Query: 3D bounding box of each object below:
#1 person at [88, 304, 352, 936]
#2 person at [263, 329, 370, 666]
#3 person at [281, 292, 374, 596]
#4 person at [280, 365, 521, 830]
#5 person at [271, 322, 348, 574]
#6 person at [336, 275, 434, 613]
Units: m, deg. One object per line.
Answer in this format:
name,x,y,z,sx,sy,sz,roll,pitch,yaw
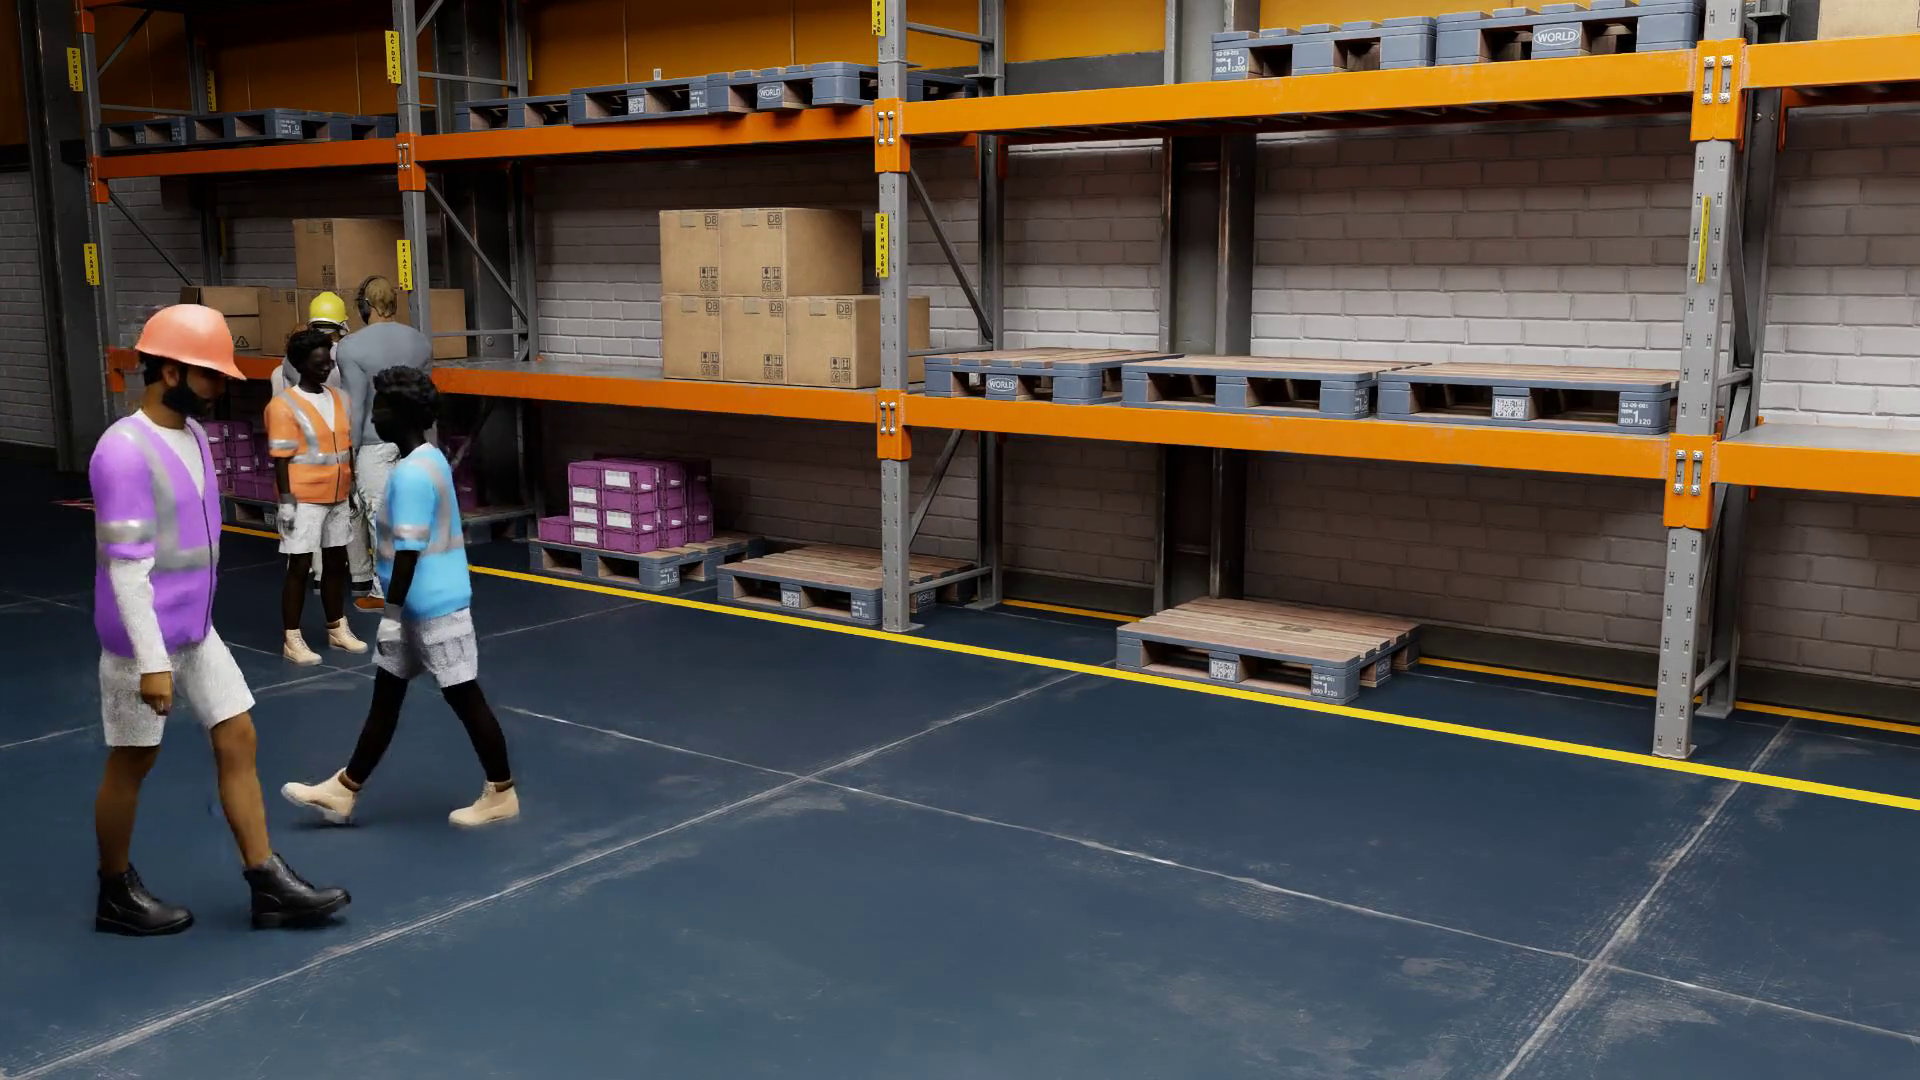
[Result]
person,-2.231,0.263,4.884,0.868,1.887,0.571,0,10,2
person,-3.245,-0.214,8.378,0.320,1.687,0.533,4,10,22
person,-3.758,-0.573,10.054,0.600,1.836,0.404,2,10,14
person,-1.972,0.225,5.818,0.843,1.647,0.552,-3,10,-15
person,-4.240,-0.599,10.841,0.277,1.629,0.497,6,11,31
person,-3.308,-0.545,9.588,0.372,1.940,0.631,5,11,30
